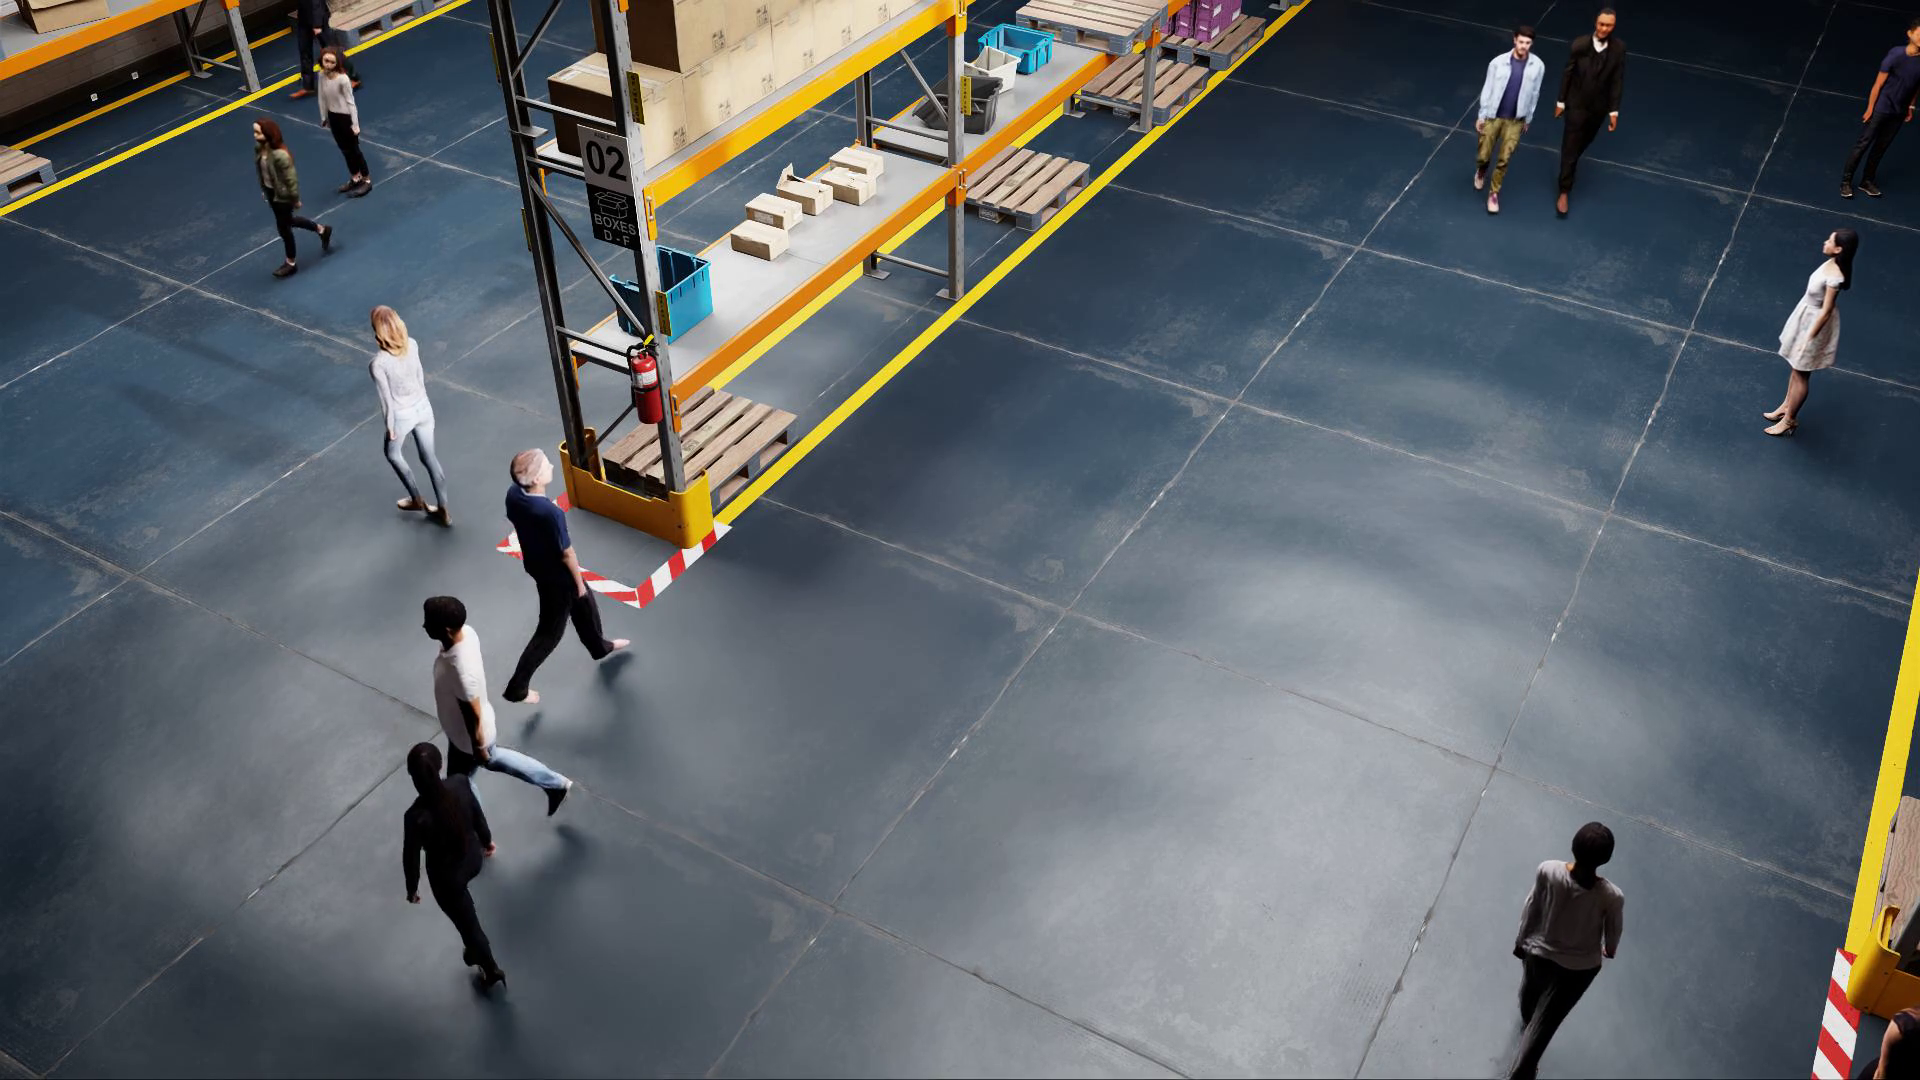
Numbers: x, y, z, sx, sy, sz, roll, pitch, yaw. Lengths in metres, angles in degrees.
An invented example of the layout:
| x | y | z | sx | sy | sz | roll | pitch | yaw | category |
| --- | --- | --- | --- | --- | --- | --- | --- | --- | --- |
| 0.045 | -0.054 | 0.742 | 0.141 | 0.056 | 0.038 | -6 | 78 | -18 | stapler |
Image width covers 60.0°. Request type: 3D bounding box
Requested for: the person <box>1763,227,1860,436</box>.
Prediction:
| x | y | z | sx | sy | sz | roll | pitch | yaw | category |
| --- | --- | --- | --- | --- | --- | --- | --- | --- | --- |
| 6.532 | -1.595 | 12.771 | 0.726 | 1.774 | 0.595 | 16 | 41 | 19 | person |

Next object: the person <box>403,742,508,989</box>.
| x | y | z | sx | sy | sz | roll | pitch | yaw | category |
| --- | --- | --- | --- | --- | --- | --- | --- | --- | --- |
| -2.559 | 1.738 | 8.656 | 0.723 | 1.700 | 0.570 | 18 | 42 | 21 | person |

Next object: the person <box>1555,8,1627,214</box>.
| x | y | z | sx | sy | sz | roll | pitch | yaw | category |
| --- | --- | --- | --- | --- | --- | --- | --- | --- | --- |
| 6.009 | -4.191 | 15.953 | 1.007 | 1.858 | 1.411 | 8 | 39 | 9 | person |

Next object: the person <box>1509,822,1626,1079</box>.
| x | y | z | sx | sy | sz | roll | pitch | yaw | category |
| --- | --- | --- | --- | --- | --- | --- | --- | --- | --- |
| 2.935 | 2.090 | 8.178 | 0.678 | 1.746 | 0.930 | 26 | 45 | 29 | person |

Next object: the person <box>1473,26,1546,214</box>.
| x | y | z | sx | sy | sz | roll | pitch | yaw | category |
| --- | --- | --- | --- | --- | --- | --- | --- | --- | --- |
| 5.169 | -4.034 | 15.804 | 0.830 | 1.798 | 0.924 | 7 | 39 | 9 | person |

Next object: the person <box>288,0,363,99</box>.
| x | y | z | sx | sy | sz | roll | pitch | yaw | category |
| --- | --- | --- | --- | --- | --- | --- | --- | --- | --- |
| -6.875 | -5.641 | 17.833 | 1.099 | 1.778 | 0.901 | -29 | 47 | -31 | person |

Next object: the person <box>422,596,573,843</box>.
| x | y | z | sx | sy | sz | roll | pitch | yaw | category |
| --- | --- | --- | --- | --- | --- | --- | --- | --- | --- |
| -2.691 | 1.038 | 9.420 | 1.159 | 1.839 | 1.135 | -7 | 39 | -9 | person |

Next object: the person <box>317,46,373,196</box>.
| x | y | z | sx | sy | sz | roll | pitch | yaw | category |
| --- | --- | --- | --- | --- | --- | --- | --- | --- | --- |
| -5.989 | -4.074 | 16.113 | 0.568 | 1.476 | 0.499 | 25 | 45 | 28 | person |

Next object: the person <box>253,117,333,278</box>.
| x | y | z | sx | sy | sz | roll | pitch | yaw | category |
| --- | --- | --- | --- | --- | --- | --- | --- | --- | --- |
| -6.039 | -3.123 | 14.934 | 0.692 | 1.462 | 0.963 | 28 | 46 | 30 | person |

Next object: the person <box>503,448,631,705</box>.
| x | y | z | sx | sy | sz | roll | pitch | yaw | category |
| --- | --- | --- | --- | --- | --- | --- | --- | --- | --- |
| -2.622 | 0.256 | 10.406 | 1.272 | 1.831 | 0.942 | -28 | 46 | -30 | person |

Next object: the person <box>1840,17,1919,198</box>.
| x | y | z | sx | sy | sz | roll | pitch | yaw | category |
| --- | --- | --- | --- | --- | --- | --- | --- | --- | --- |
| 8.930 | -4.166 | 15.975 | 0.717 | 1.793 | 0.728 | -3 | 39 | -3 | person |

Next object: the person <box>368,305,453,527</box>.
| x | y | z | sx | sy | sz | roll | pitch | yaw | category |
| --- | --- | --- | --- | --- | --- | --- | --- | --- | --- |
| -3.858 | -0.842 | 11.820 | 0.683 | 1.782 | 0.642 | 22 | 44 | 25 | person |
